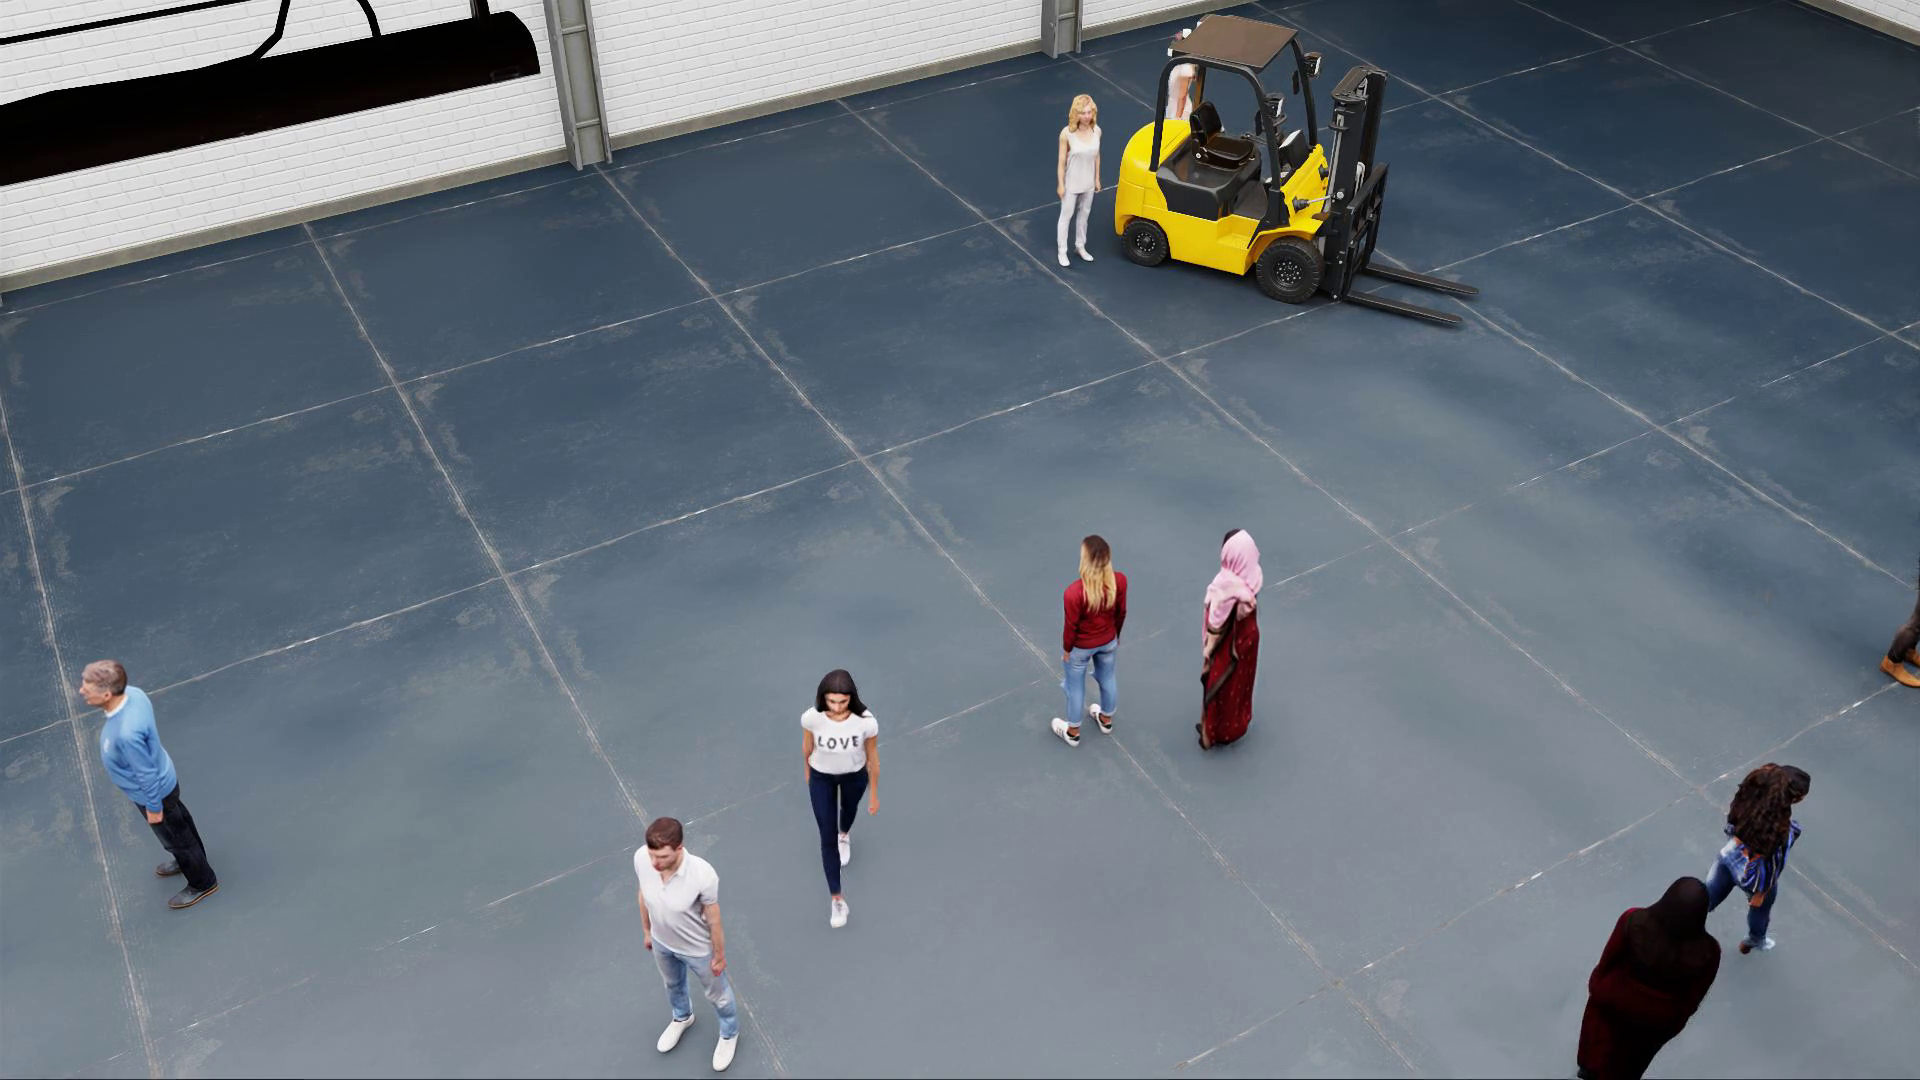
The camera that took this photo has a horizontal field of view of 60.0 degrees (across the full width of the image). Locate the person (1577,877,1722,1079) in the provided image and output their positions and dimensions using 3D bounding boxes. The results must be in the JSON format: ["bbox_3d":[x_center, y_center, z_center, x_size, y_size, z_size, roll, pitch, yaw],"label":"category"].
[{"bbox_3d":[3.420,2.377,8.391,0.838,1.746,0.887,19,42,22],"label":"person"}]

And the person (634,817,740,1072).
[{"bbox_3d":[-1.431,2.070,8.693,0.723,1.849,0.752,15,41,18],"label":"person"}]

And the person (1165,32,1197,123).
[{"bbox_3d":[2.288,-4.318,16.825,0.937,1.684,0.805,0,39,0],"label":"person"}]

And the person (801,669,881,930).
[{"bbox_3d":[-0.703,1.331,9.710,1.104,1.735,0.972,-1,39,-1],"label":"person"}]

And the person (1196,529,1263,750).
[{"bbox_3d":[1.756,0.620,10.685,0.848,1.629,0.713,26,45,29],"label":"person"}]

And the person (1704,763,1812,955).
[{"bbox_3d":[4.270,1.840,9.197,1.087,1.579,0.804,-9,39,-11],"label":"person"}]

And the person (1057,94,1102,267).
[{"bbox_3d":[1.116,-3.410,15.698,0.519,1.670,0.683,-14,41,-17],"label":"person"}]

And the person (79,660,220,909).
[{"bbox_3d":[-4.667,1.374,9.589,0.547,1.820,0.641,-20,43,-23],"label":"person"}]

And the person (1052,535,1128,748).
[{"bbox_3d":[0.843,0.644,10.653,0.453,1.632,0.660,-17,42,-21],"label":"person"}]
